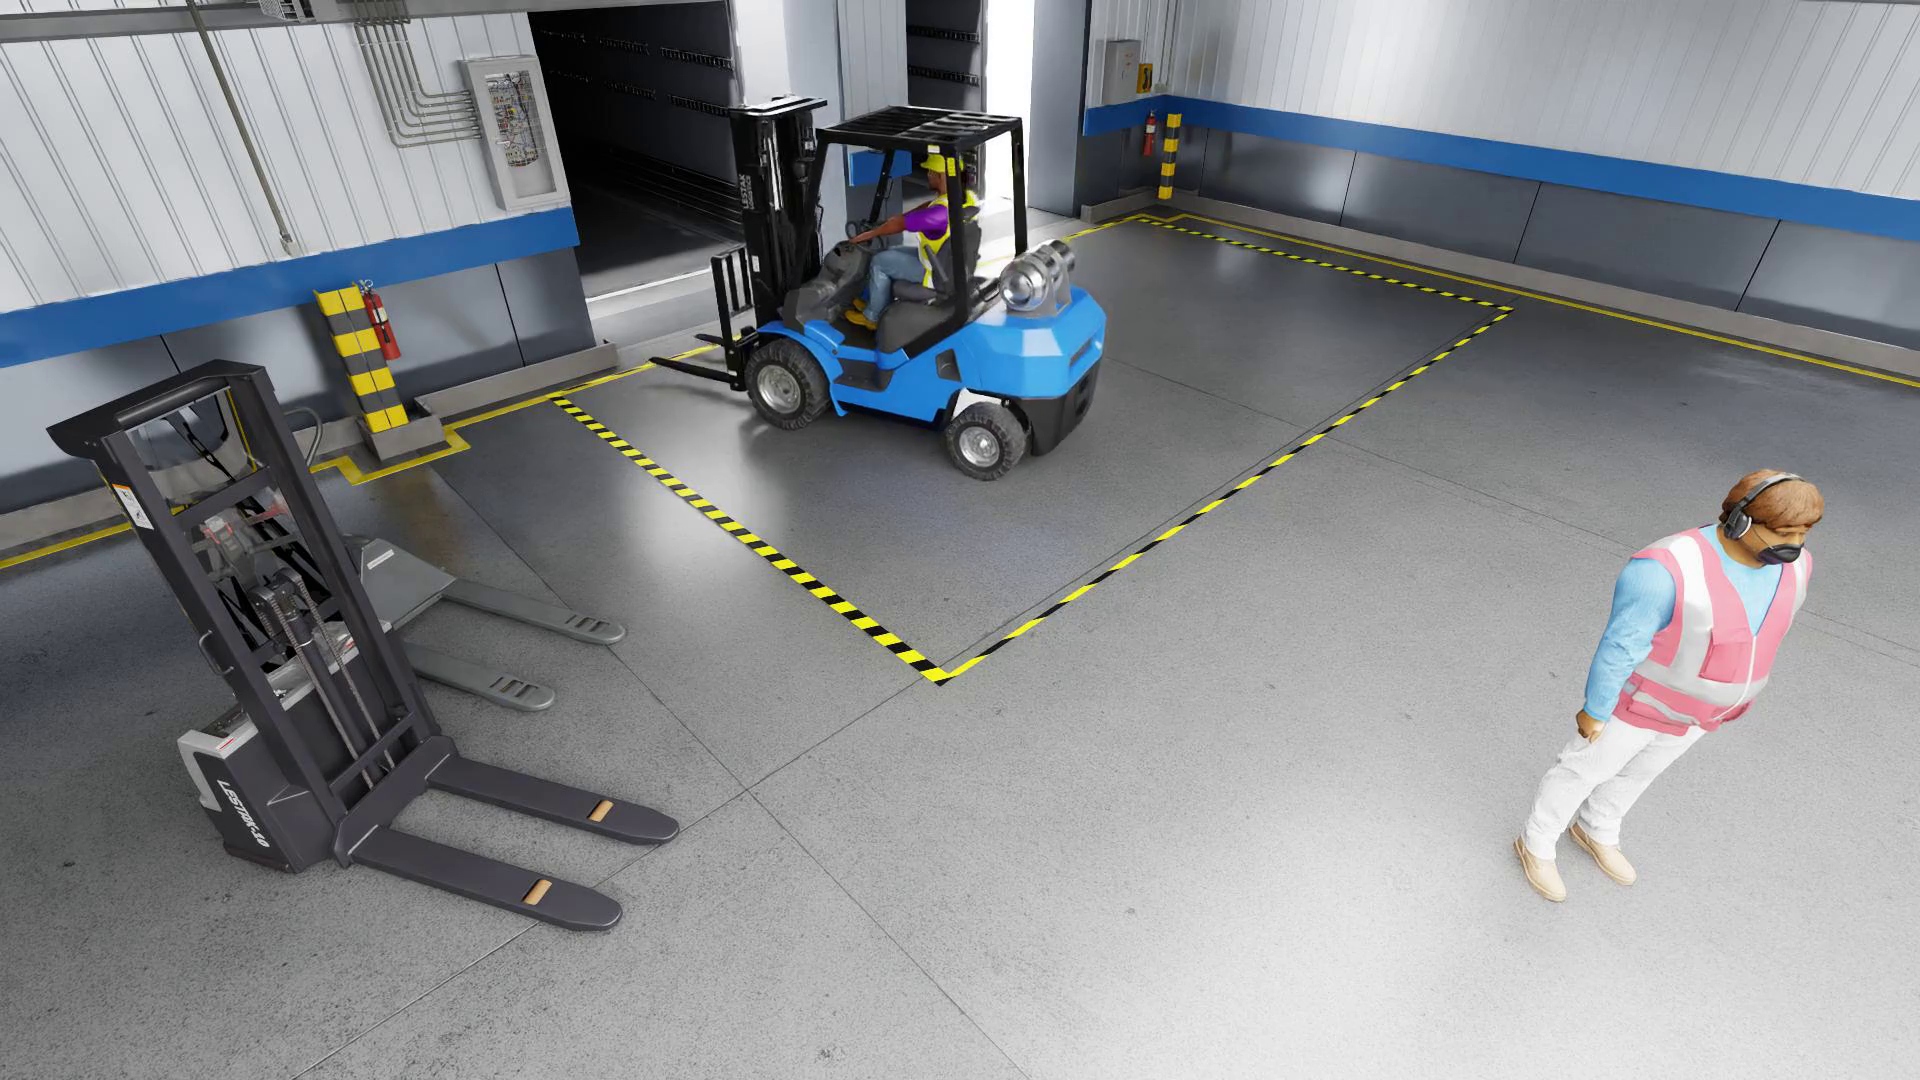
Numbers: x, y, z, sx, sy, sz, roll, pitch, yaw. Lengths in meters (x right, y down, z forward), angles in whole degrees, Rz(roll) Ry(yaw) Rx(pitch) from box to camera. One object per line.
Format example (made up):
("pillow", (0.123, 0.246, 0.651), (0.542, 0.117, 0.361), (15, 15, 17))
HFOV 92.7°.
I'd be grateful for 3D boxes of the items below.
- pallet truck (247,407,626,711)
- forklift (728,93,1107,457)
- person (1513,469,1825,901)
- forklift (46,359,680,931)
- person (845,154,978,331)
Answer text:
("pallet truck", (-2.628, 0.038, 4.590), (1.601, 1.201, 0.680), (12, 36, 18))
("forklift", (-0.340, -1.920, 6.481), (2.680, 2.036, 1.157), (16, 37, 22))
("person", (2.508, 0.570, 3.273), (0.624, 1.843, 0.429), (-6, 35, -9))
("forklift", (-2.135, 0.422, 3.354), (1.885, 1.965, 0.823), (10, 35, 14))
("person", (-0.390, -2.093, 6.403), (1.004, 1.293, 0.635), (16, 37, 22))
